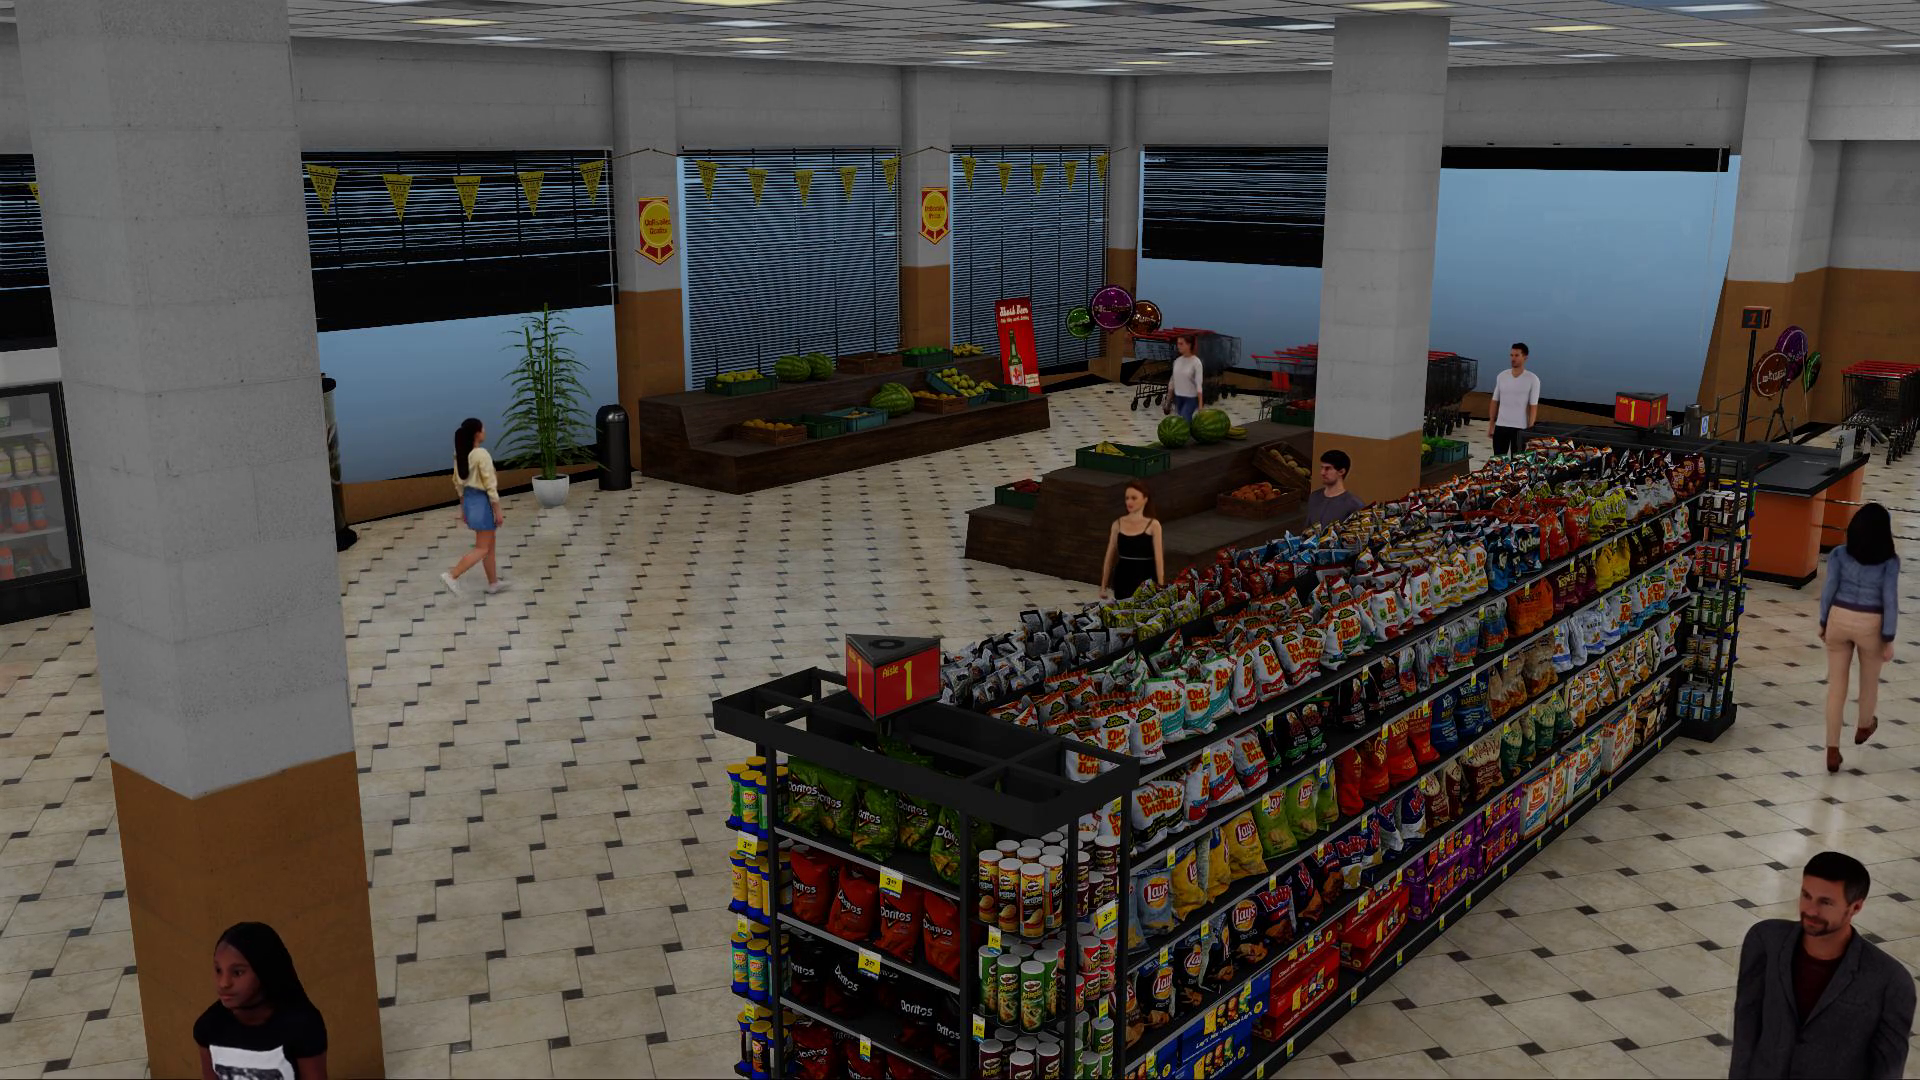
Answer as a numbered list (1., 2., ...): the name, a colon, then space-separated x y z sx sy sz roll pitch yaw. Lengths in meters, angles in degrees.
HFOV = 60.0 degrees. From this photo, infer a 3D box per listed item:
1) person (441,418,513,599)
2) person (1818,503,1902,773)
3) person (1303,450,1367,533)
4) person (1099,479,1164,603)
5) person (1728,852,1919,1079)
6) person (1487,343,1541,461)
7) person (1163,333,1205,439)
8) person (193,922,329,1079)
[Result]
1. person: -4.312 -0.252 14.741 0.619 1.612 0.986 11 17 37
2. person: 5.760 0.652 10.734 0.662 1.744 1.054 10 17 35
3. person: 2.707 0.253 12.151 0.602 1.852 0.723 -11 17 -37
4. person: 1.341 0.338 12.303 0.653 1.615 0.659 8 16 29
5. person: 2.746 1.875 5.419 0.632 1.873 0.703 -12 18 -41
6. person: 6.107 -1.258 18.382 0.662 1.851 0.541 12 18 41
7. person: 2.852 -1.677 20.476 1.152 1.678 0.848 -9 16 -33
8. person: -2.137 1.987 5.343 1.008 1.691 1.159 1 14 3
